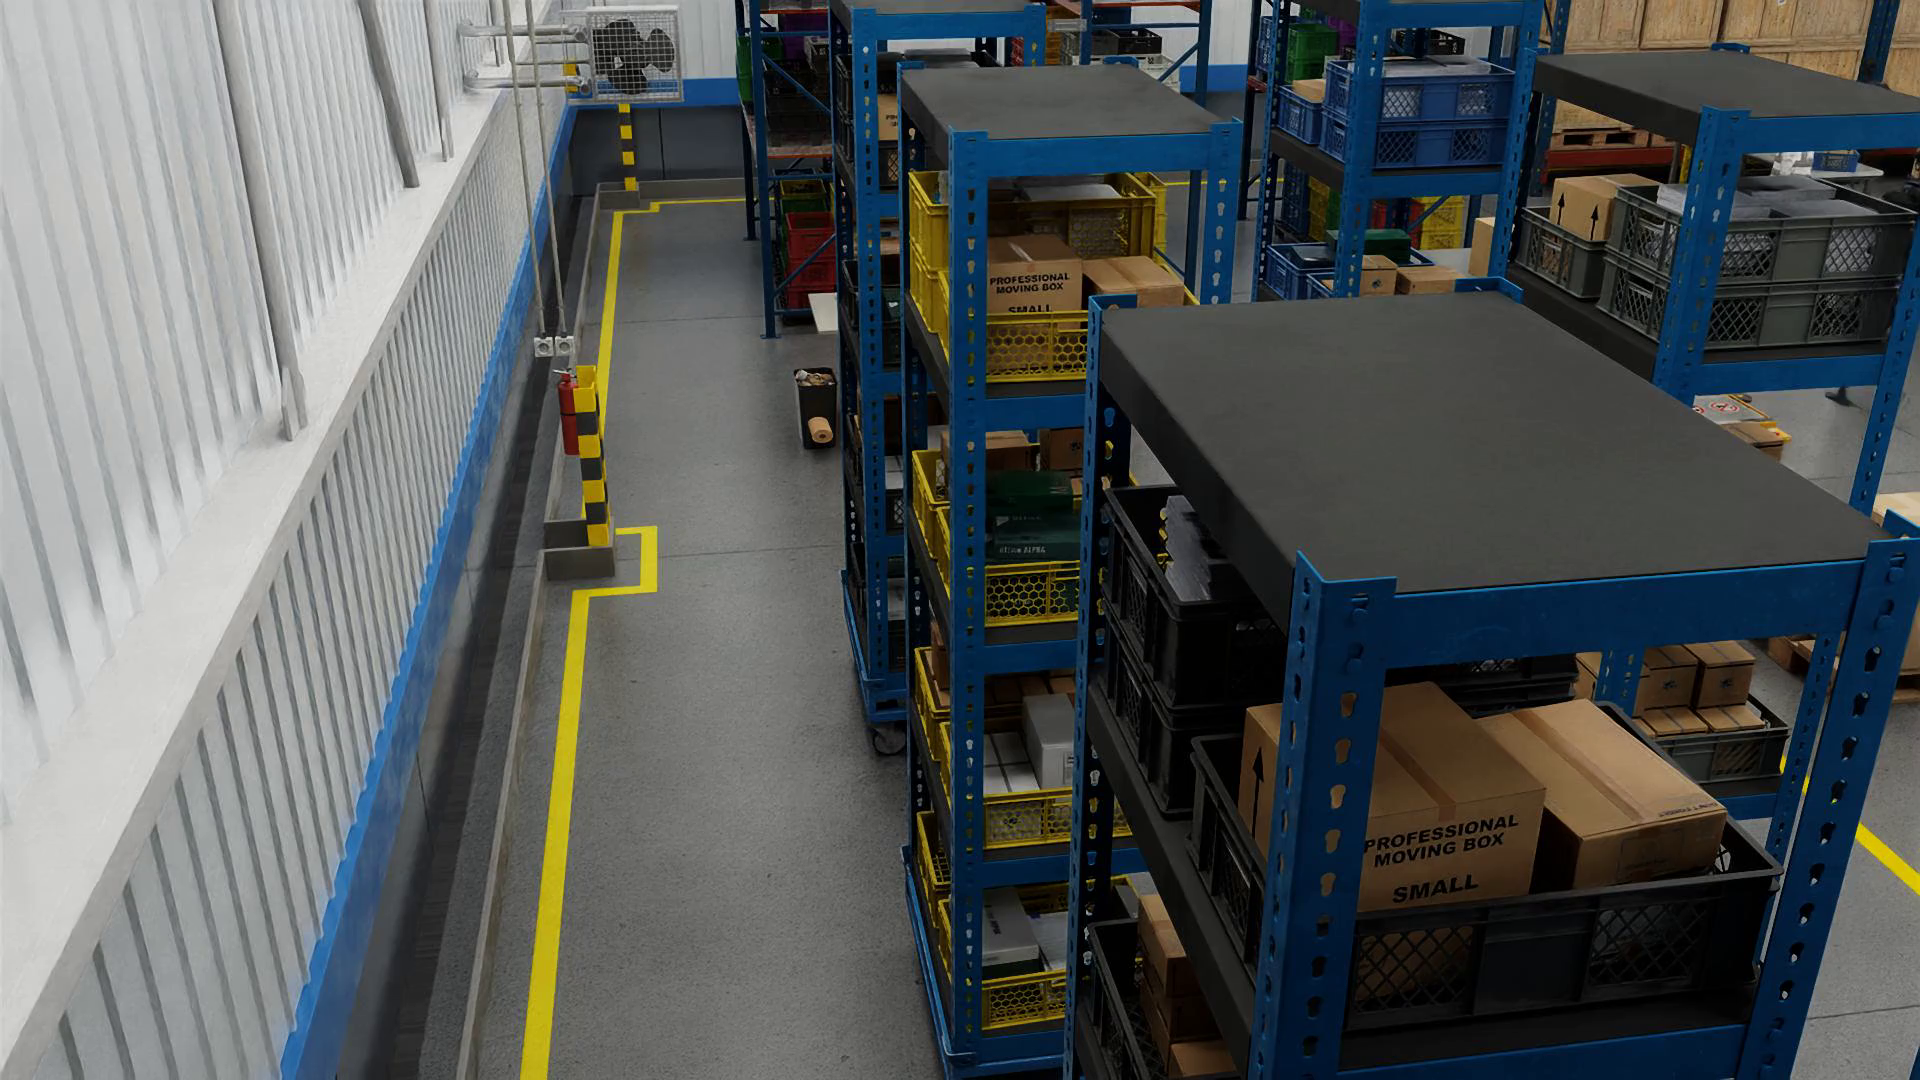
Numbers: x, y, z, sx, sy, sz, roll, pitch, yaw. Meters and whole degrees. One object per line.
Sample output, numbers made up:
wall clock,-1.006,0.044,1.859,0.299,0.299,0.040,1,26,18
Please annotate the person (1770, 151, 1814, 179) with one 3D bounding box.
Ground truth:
person,7.771,-3.318,15.575,0.355,1.887,0.573,16,29,31

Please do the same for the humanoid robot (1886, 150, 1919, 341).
humanoid robot,7.909,-2.446,13.913,0.612,1.657,0.319,-16,29,-31

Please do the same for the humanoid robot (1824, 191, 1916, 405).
humanoid robot,6.907,-1.799,12.528,0.596,1.649,0.446,-1,25,-2

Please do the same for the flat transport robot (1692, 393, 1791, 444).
flat transport robot,5.224,-0.859,12.132,1.431,0.197,0.652,-4,25,-8

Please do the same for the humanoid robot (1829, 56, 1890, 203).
humanoid robot,9.896,-4.494,18.395,0.640,1.646,0.498,14,28,27
